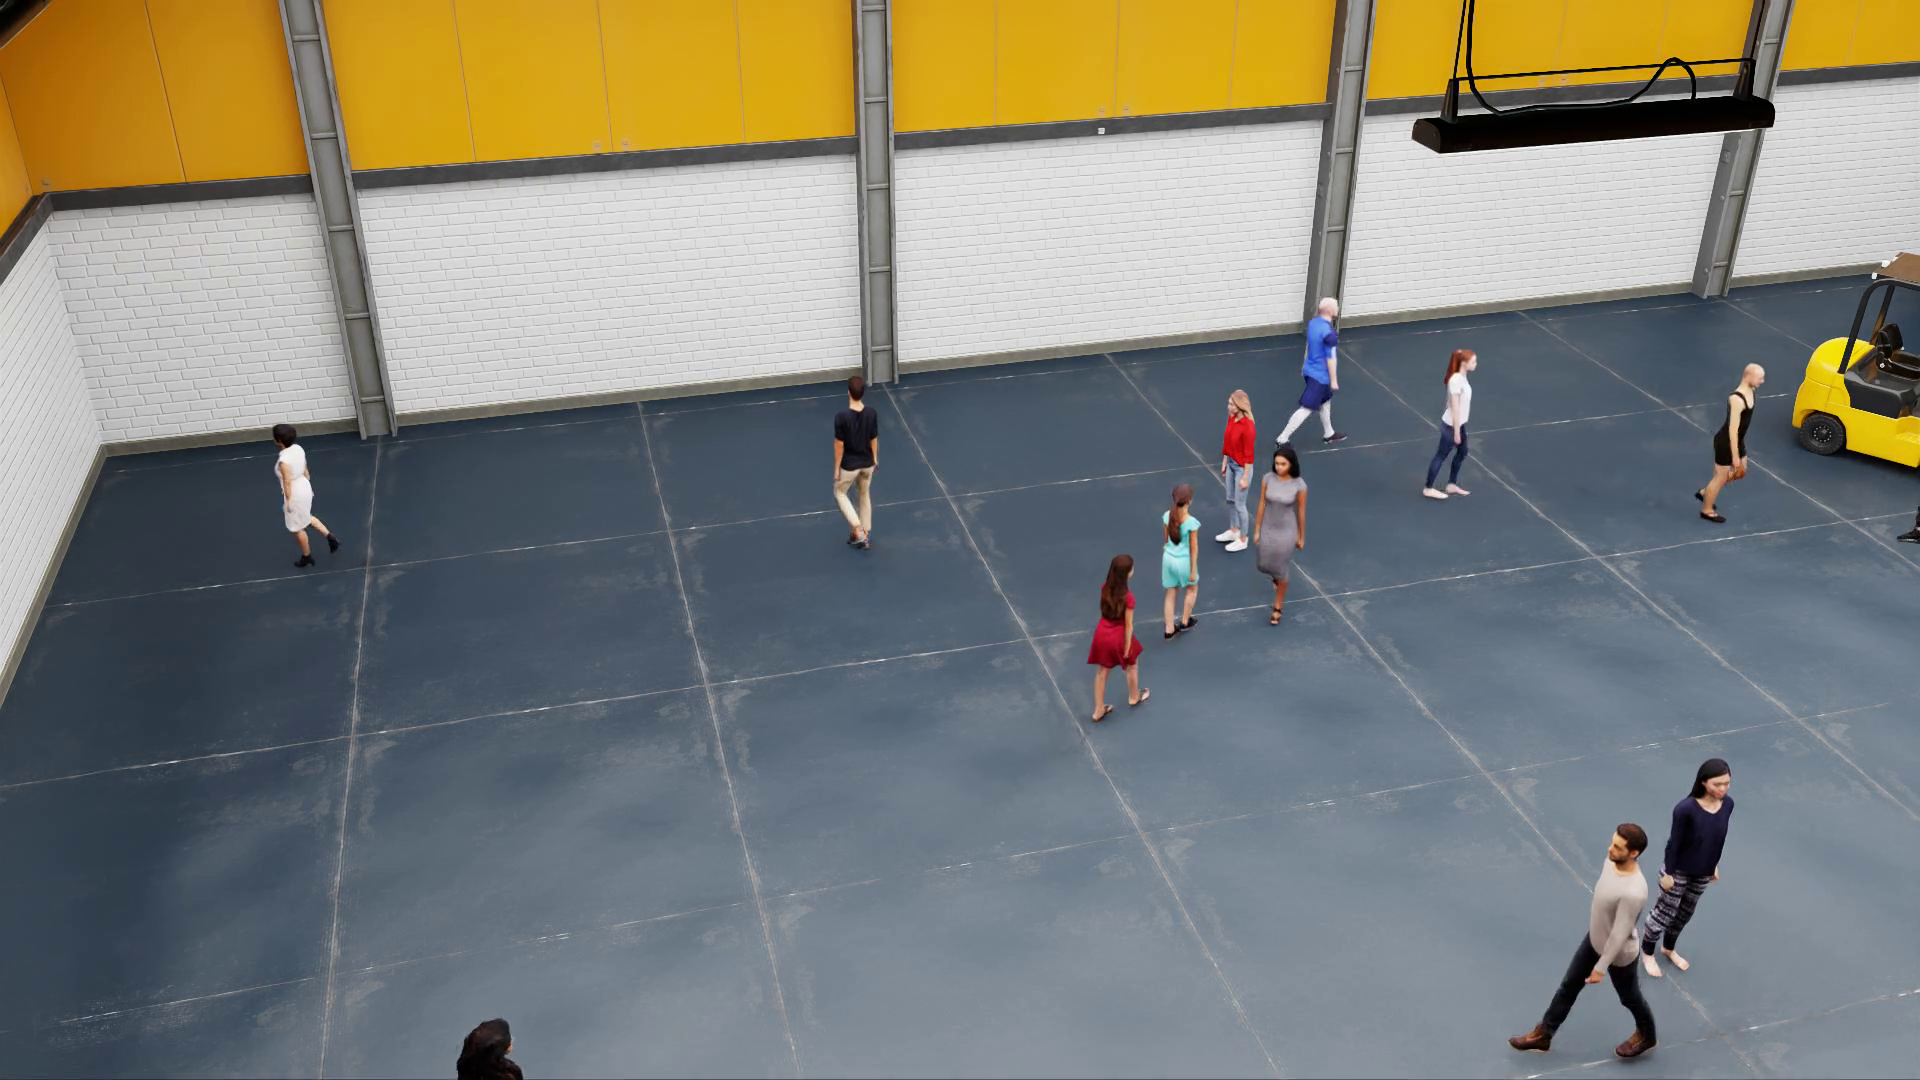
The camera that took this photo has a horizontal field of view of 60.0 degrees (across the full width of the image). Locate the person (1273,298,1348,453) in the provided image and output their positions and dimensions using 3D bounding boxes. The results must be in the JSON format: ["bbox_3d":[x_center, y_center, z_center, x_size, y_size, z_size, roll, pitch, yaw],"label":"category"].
[{"bbox_3d":[3.922,-1.810,18.574,1.174,1.802,0.690,-6,29,-11],"label":"person"}]

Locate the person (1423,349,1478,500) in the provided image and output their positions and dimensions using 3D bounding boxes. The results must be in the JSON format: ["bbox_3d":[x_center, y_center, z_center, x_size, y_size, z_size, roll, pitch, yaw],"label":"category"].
[{"bbox_3d":[5.105,-1.219,17.575,0.861,1.723,0.791,10,30,17],"label":"person"}]

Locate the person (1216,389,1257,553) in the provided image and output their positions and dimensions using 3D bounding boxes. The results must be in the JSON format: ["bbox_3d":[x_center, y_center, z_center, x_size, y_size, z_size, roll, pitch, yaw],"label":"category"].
[{"bbox_3d":[2.799,-0.706,16.660,0.561,1.698,0.649,-12,31,-20],"label":"person"}]

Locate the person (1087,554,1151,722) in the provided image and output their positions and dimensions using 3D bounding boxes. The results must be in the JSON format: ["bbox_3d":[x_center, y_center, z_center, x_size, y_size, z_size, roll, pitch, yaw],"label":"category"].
[{"bbox_3d":[1.254,0.850,13.983,0.815,1.530,0.924,20,34,32],"label":"person"}]

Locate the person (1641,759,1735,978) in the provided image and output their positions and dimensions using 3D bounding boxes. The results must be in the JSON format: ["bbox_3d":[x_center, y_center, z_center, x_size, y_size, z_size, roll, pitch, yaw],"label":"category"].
[{"bbox_3d":[4.950,2.197,11.301,0.438,1.734,0.657,-7,29,-13],"label":"person"}]

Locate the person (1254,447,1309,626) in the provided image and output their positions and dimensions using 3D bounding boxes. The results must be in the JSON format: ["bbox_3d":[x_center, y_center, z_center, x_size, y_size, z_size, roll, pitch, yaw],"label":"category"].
[{"bbox_3d":[2.963,-0.083,15.441,0.880,1.771,0.929,10,30,18],"label":"person"}]

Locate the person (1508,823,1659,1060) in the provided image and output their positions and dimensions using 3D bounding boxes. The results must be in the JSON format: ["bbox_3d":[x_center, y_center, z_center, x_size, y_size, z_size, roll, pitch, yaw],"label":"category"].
[{"bbox_3d":[4.205,2.586,10.496,1.254,1.822,0.784,-3,29,-6],"label":"person"}]

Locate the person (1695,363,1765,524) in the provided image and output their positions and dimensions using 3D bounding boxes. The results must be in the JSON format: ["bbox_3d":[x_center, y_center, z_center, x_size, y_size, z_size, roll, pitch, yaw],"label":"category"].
[{"bbox_3d":[7.842,-1.022,17.133,0.883,1.800,0.800,19,34,31],"label":"person"}]

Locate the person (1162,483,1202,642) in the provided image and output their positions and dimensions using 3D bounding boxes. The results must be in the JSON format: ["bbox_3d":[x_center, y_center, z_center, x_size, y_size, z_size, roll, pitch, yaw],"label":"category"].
[{"bbox_3d":[1.954,0.229,15.102,0.733,1.549,0.800,20,35,33],"label":"person"}]

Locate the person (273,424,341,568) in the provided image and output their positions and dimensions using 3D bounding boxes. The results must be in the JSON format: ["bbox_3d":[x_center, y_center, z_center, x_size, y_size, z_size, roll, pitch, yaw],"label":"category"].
[{"bbox_3d":[-6.426,-0.425,16.305,0.822,1.544,0.683,1,29,2],"label":"person"}]

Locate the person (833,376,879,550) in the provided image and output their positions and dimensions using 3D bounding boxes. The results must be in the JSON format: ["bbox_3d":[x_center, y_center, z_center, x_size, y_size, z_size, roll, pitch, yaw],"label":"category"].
[{"bbox_3d":[-0.999,-0.713,16.523,0.691,1.841,0.799,-15,32,-26],"label":"person"}]

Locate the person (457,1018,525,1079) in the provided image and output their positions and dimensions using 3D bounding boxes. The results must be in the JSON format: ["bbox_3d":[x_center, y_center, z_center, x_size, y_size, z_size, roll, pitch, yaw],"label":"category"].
[{"bbox_3d":[-2.578,3.356,9.300,0.694,1.616,0.761,9,30,16],"label":"person"}]
